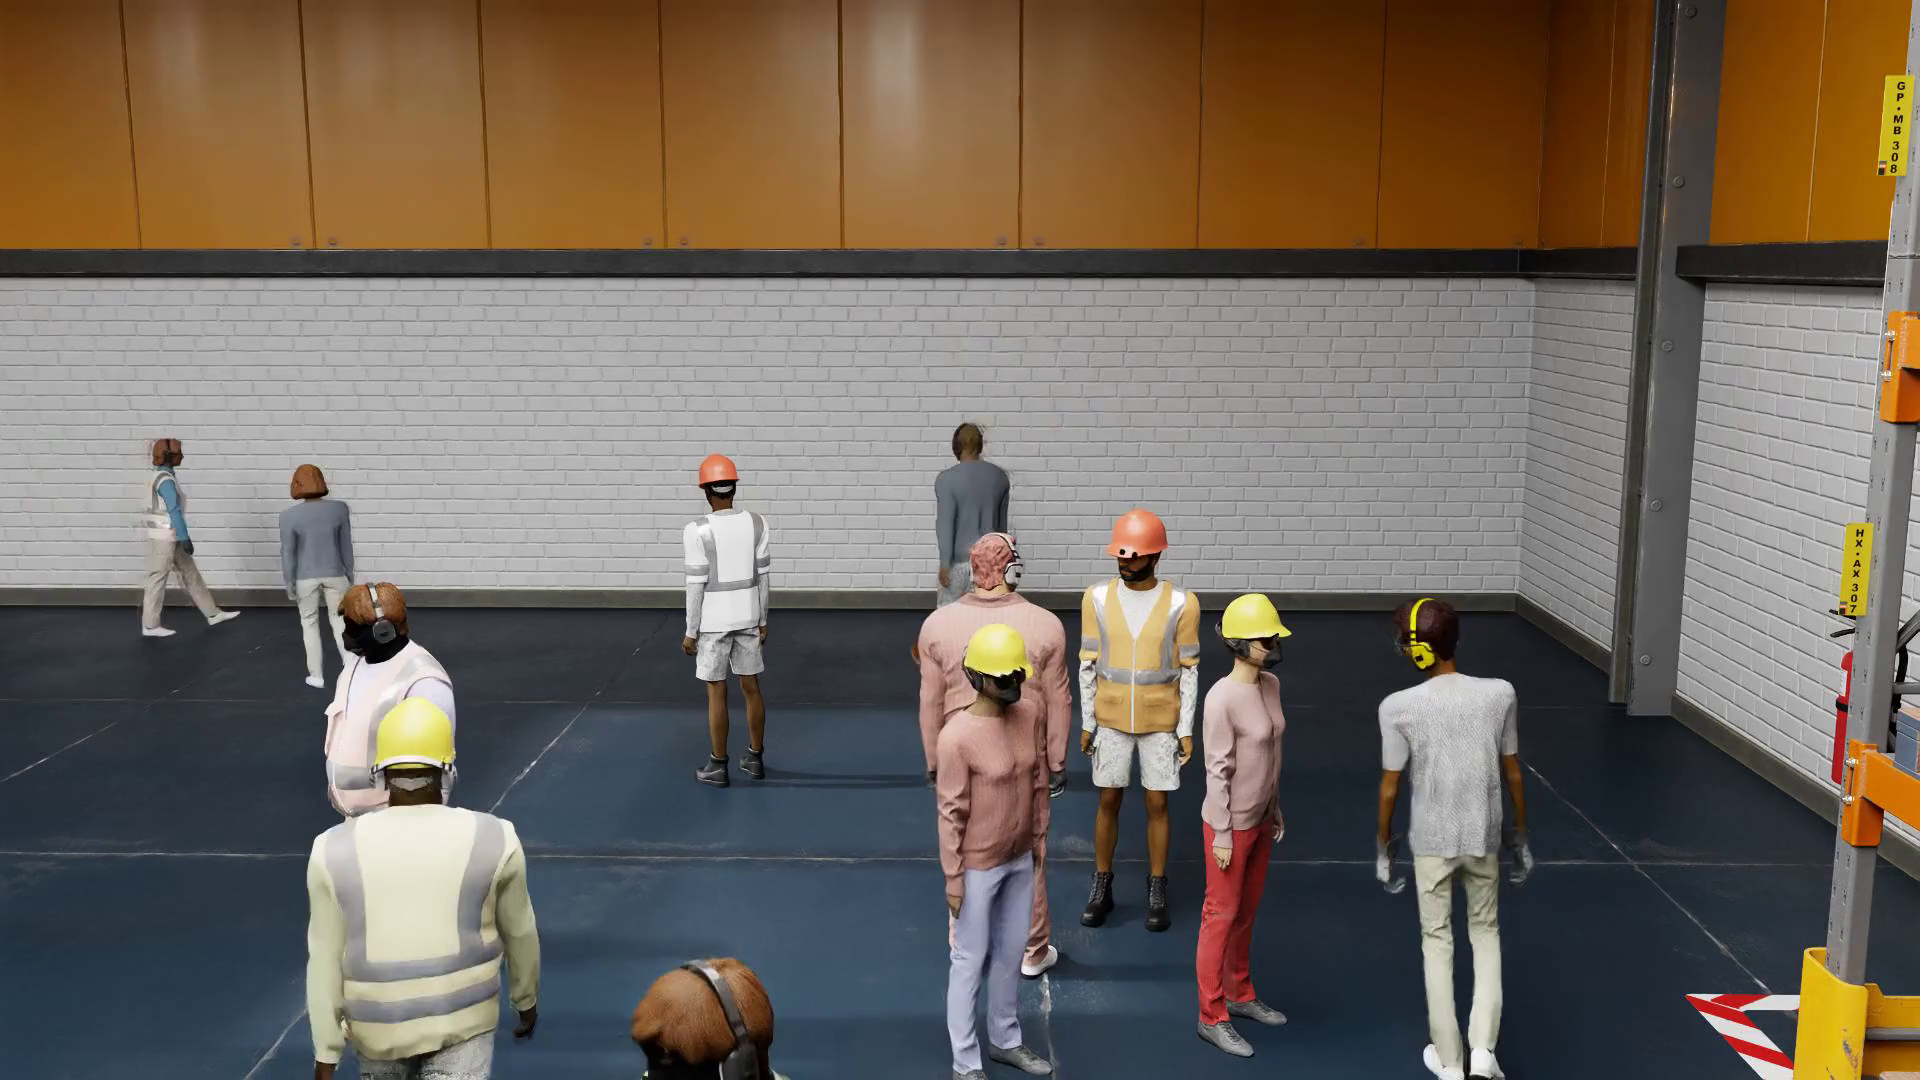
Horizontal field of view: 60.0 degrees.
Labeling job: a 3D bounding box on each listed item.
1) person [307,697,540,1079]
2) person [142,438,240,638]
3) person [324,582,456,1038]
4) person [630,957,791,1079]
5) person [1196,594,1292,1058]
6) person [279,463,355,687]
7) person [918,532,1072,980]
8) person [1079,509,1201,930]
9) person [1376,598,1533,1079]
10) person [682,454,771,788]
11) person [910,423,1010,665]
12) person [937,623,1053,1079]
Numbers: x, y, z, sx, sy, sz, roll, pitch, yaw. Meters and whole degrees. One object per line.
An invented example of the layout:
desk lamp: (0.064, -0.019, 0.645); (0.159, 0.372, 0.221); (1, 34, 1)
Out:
person: (-1.534, 1.331, 4.829); (0.617, 1.791, 0.883); (-2, 10, -13)
person: (-6.283, -0.021, 13.478); (0.807, 1.599, 0.545); (-5, 11, -26)
person: (-2.173, 1.060, 6.339); (0.619, 1.839, 0.430); (9, 13, 43)
person: (-0.408, 1.619, 3.010); (0.430, 1.834, 0.644); (-8, 13, -41)
person: (1.104, 1.078, 6.426); (0.305, 1.772, 0.525); (6, 11, 34)
person: (-4.494, 0.270, 11.701); (0.516, 1.616, 0.566); (-7, 12, -36)
person: (0.156, 0.913, 7.026); (0.637, 1.904, 0.403); (2, 10, 9)
person: (0.802, 0.813, 7.525); (0.547, 1.934, 0.375); (2, 10, 14)
person: (1.777, 1.118, 5.993); (0.586, 1.844, 0.458); (0, 9, -1)
person: (-1.361, 0.466, 9.623); (0.543, 1.928, 0.374); (-7, 12, -35)
person: (0.035, 0.108, 11.883); (0.664, 1.885, 1.018); (-6, 11, -33)
person: (0.130, 1.154, 6.013); (0.326, 1.760, 0.527); (8, 13, 40)
